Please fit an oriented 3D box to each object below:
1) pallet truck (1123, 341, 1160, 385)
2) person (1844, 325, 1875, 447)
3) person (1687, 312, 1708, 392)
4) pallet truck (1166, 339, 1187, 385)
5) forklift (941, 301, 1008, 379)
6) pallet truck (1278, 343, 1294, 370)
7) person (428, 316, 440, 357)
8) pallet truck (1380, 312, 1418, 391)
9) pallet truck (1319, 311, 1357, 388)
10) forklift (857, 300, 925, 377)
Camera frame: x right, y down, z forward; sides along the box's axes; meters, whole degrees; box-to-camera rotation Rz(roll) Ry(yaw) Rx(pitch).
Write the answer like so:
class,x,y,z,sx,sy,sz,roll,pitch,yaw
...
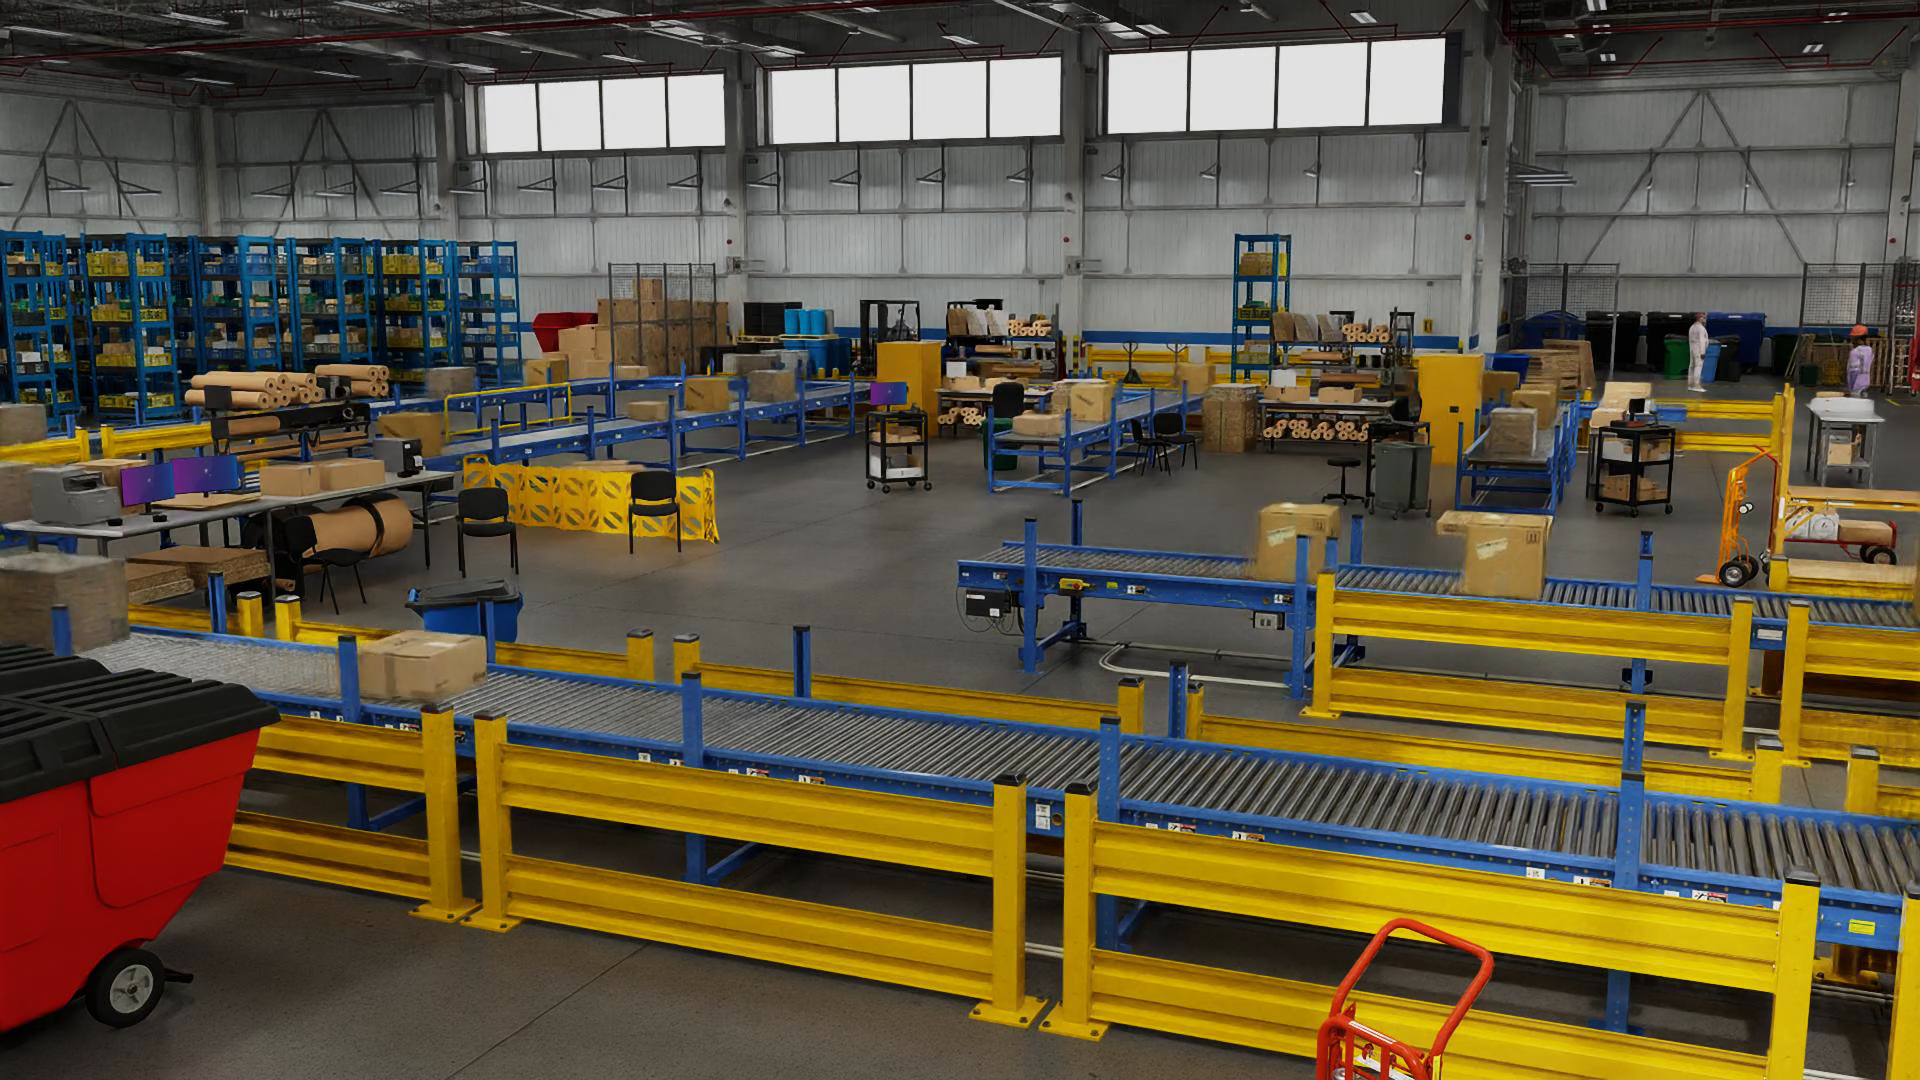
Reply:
class,x,y,z,sx,sy,sz,roll,pitch,yaw
pallet truck,4.445,-4.380,41.279,0.680,1.201,1.601,4,10,22
person,15.056,-2.582,27.954,0.605,2.034,0.391,-7,12,-37
person,17.862,-4.542,40.212,0.410,1.909,0.642,0,9,-2
pallet truck,5.418,-4.269,40.420,0.704,1.261,1.522,3,10,20
forklift,0.365,-4.966,41.571,1.157,1.987,2.680,3,10,20
pallet truck,7.886,-4.163,39.743,0.653,1.274,1.630,4,10,22
person,-15.204,-5.811,48.082,0.397,1.847,0.564,2,10,11
pallet truck,10.207,-4.283,38.369,0.823,1.965,1.885,3,10,20
pallet truck,9.071,-4.419,39.190,0.823,1.965,1.885,5,10,26
forklift,-1.732,-5.109,42.468,1.157,1.987,2.680,4,10,22
